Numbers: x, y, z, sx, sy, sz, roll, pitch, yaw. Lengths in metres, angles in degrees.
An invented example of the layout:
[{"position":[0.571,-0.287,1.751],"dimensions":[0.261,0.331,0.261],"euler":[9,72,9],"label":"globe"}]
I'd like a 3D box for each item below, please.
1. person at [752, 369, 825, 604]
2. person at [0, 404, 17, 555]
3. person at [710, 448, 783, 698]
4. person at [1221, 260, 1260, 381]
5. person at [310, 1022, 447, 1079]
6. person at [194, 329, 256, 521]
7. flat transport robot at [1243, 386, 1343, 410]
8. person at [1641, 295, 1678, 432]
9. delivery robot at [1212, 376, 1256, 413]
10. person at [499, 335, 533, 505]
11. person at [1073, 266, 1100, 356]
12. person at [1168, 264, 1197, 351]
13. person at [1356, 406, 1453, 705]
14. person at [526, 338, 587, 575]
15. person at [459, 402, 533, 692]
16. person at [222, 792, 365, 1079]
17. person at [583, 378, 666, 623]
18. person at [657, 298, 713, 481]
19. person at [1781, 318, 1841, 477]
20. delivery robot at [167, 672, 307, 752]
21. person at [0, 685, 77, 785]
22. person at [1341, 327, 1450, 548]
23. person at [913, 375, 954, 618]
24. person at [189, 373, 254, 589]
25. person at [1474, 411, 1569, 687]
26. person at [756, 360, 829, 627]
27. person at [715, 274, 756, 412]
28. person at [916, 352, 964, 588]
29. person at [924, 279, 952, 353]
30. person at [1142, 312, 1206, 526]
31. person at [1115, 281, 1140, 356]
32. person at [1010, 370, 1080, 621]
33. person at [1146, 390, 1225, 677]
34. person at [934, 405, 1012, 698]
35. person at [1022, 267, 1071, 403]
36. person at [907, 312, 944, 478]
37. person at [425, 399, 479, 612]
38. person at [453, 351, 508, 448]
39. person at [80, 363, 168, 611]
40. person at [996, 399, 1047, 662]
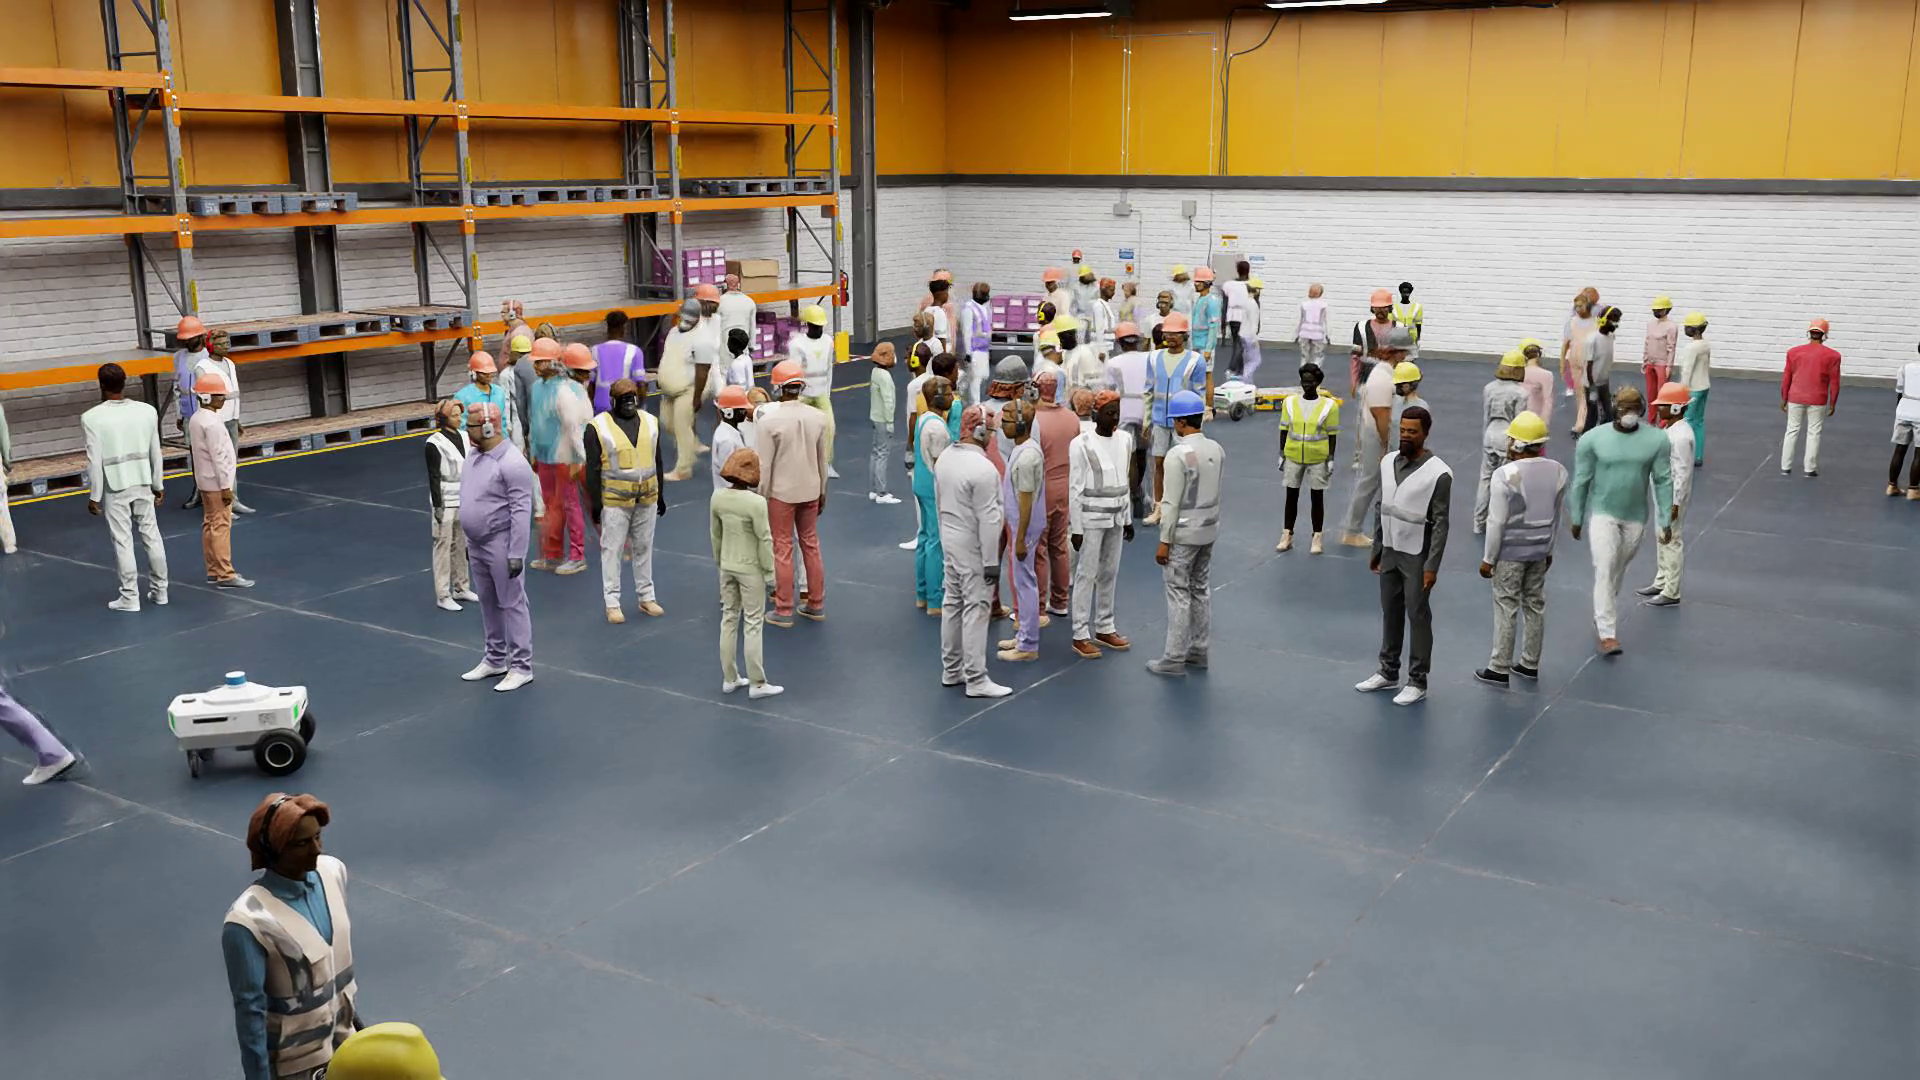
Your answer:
[{"position":[-1.330,-0.435,13.031],"dimensions":[0.583,1.885,0.338],"euler":[4,14,16],"label":"person"},{"position":[-8.561,-0.650,14.509],"dimensions":[0.517,1.636,0.313],"euler":[-9,16,-34],"label":"person"},{"position":[-1.396,0.211,10.782],"dimensions":[0.498,1.633,0.278],"euler":[10,16,36],"label":"person"},{"position":[4.369,-3.424,26.025],"dimensions":[0.603,1.884,0.955],"euler":[8,15,32],"label":"person"},{"position":[-1.179,1.830,3.492],"dimensions":[0.339,1.761,0.524],"euler":[-1,13,-5],"label":"person"},{"position":[-7.152,-1.121,16.093],"dimensions":[0.379,1.844,0.570],"euler":[1,13,4],"label":"person"},{"position":[4.591,-2.002,23.369],"dimensions":[1.431,0.197,0.652],"euler":[-5,14,-20],"label":"flat transport robot"},{"position":[8.817,-2.215,21.037],"dimensions":[0.347,1.760,0.525],"euler":[-3,13,-15],"label":"person"},{"position":[3.670,-1.957,22.346],"dimensions":[0.477,0.478,0.707],"euler":[11,17,40],"label":"delivery robot"},{"position":[-4.298,-1.156,16.470],"dimensions":[0.295,1.743,0.493],"euler":[12,17,41],"label":"person"},{"position":[2.089,-3.655,27.391],"dimensions":[0.514,1.687,0.773],"euler":[4,13,16],"label":"person"},{"position":[3.676,-3.702,27.529],"dimensions":[0.492,1.743,0.316],"euler":[1,13,4],"label":"person"},{"position":[2.878,0.088,10.686],"dimensions":[0.388,1.922,0.592],"euler":[-7,15,-29],"label":"person"},{"position":[-3.406,-0.704,13.959],"dimensions":[0.622,1.992,0.396],"euler":[11,17,39],"label":"person"},{"position":[-3.075,0.037,10.943],"dimensions":[0.641,1.906,0.407],"euler":[11,17,41],"label":"person"},{"position":[-1.983,1.536,5.020],"dimensions":[0.312,1.639,0.518],"euler":[3,13,13],"label":"person"},{"position":[-2.504,-0.304,12.561],"dimensions":[0.633,1.842,0.429],"euler":[-10,16,-36],"label":"person"},{"position":[-3.001,-1.650,17.963],"dimensions":[0.539,2.000,0.716],"euler":[-10,16,-37],"label":"person"},{"position":[9.315,-1.557,18.227],"dimensions":[0.576,1.737,0.355],"euler":[9,16,34],"label":"person"},{"position":[-4.133,0.998,9.526],"dimensions":[0.707,0.478,0.477],"euler":[-3,13,-14],"label":"delivery robot"},{"position":[-5.360,0.511,8.969],"dimensions":[0.613,1.875,0.941],"euler":[13,18,43],"label":"person"},{"position":[3.880,-0.912,14.761],"dimensions":[0.933,2.000,0.692],"euler":[8,15,31],"label":"person"},{"position":[-0.180,-0.331,12.670],"dimensions":[0.343,1.847,0.507],"euler":[-4,14,-17],"label":"person"},{"position":[-6.037,-0.482,13.530],"dimensions":[0.323,1.750,0.561],"euler":[-10,17,-38],"label":"person"},{"position":[3.690,0.060,10.992],"dimensions":[0.590,1.837,0.404],"euler":[-6,14,-23],"label":"person"},{"position":[-1.264,-0.348,12.443],"dimensions":[0.622,1.987,0.406],"euler":[-12,17,-41],"label":"person"},{"position":[-3.110,-2.681,22.766],"dimensions":[0.654,1.895,0.401],"euler":[-9,16,-33],"label":"person"},{"position":[-0.146,-0.568,13.539],"dimensions":[0.392,1.920,0.592],"euler":[-9,16,-35],"label":"person"},{"position":[-0.287,-2.309,20.984],"dimensions":[0.373,1.966,0.607],"euler":[-4,14,-18],"label":"person"},{"position":[1.995,-1.119,15.644],"dimensions":[0.615,2.047,0.361],"euler":[7,15,28],"label":"person"},{"position":[2.607,-3.135,25.311],"dimensions":[0.459,1.616,0.538],"euler":[-5,14,-20],"label":"person"},{"position":[0.608,-0.321,12.494],"dimensions":[0.407,1.906,0.655],"euler":[11,17,40],"label":"person"},{"position":[1.536,-0.042,11.235],"dimensions":[0.420,1.932,0.621],"euler":[11,17,39],"label":"person"},{"position":[0.091,0.070,10.814],"dimensions":[0.399,1.900,0.642],"euler":[-7,15,-28],"label":"person"},{"position":[1.388,-2.898,23.630],"dimensions":[1.064,1.938,0.624],"euler":[-10,16,-36],"label":"person"},{"position":[-0.355,-1.540,17.927],"dimensions":[0.331,1.838,0.520],"euler":[-7,15,-27],"label":"person"},{"position":[-3.935,-0.284,12.912],"dimensions":[0.314,1.641,0.515],"euler":[4,14,19],"label":"person"},{"position":[-4.284,-0.834,15.054],"dimensions":[0.342,1.748,0.573],"euler":[8,15,31],"label":"person"},{"position":[-6.425,-0.405,12.833],"dimensions":[0.372,1.916,0.596],"euler":[8,15,32],"label":"person"},{"position":[0.429,-0.065,11.543],"dimensions":[0.344,1.840,0.503],"euler":[1,13,3],"label":"person"}]
